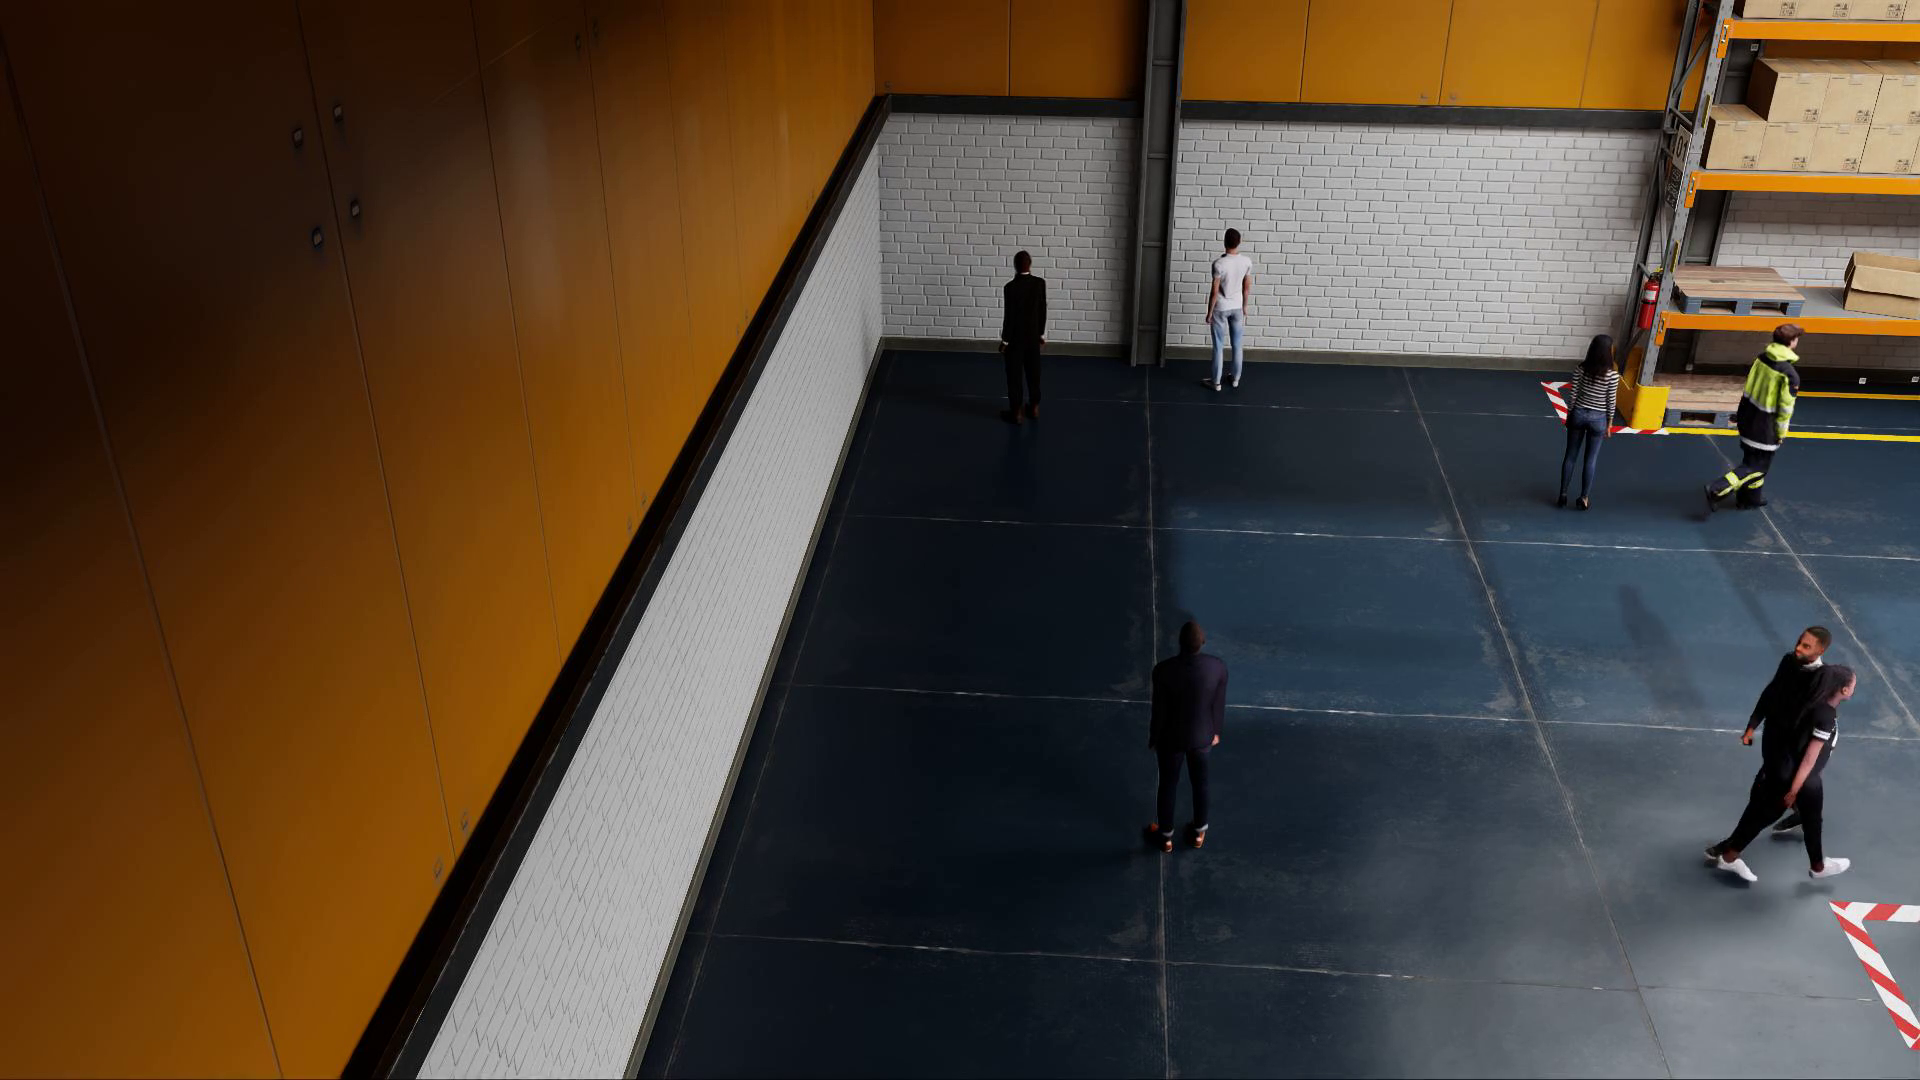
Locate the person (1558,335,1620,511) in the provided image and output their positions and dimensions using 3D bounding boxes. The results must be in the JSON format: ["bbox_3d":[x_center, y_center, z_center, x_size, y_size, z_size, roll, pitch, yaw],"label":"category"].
[{"bbox_3d":[6.041,-1.120,16.018,0.594,1.796,0.719,18,33,30],"label":"person"}]

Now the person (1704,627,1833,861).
[{"bbox_3d":[5.762,1.377,11.451,1.235,1.787,0.879,-4,29,-8],"label":"person"}]

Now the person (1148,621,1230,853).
[{"bbox_3d":[1.556,1.352,11.465,0.625,1.817,0.810,-4,29,-8],"label":"person"}]

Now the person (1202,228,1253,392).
[{"bbox_3d":[3.005,-2.586,18.648,0.643,1.851,0.787,-10,30,-18],"label":"person"}]

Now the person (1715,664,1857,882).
[{"bbox_3d":[5.525,1.599,11.136,1.124,1.699,0.732,10,30,17],"label":"person"}]

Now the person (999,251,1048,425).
[{"bbox_3d":[0.678,-2.189,17.865,0.752,1.904,0.860,-14,32,-24],"label":"person"}]

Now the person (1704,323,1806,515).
[{"bbox_3d":[7.571,-1.120,15.853,1.156,1.956,0.939,-5,29,-9],"label":"person"}]
